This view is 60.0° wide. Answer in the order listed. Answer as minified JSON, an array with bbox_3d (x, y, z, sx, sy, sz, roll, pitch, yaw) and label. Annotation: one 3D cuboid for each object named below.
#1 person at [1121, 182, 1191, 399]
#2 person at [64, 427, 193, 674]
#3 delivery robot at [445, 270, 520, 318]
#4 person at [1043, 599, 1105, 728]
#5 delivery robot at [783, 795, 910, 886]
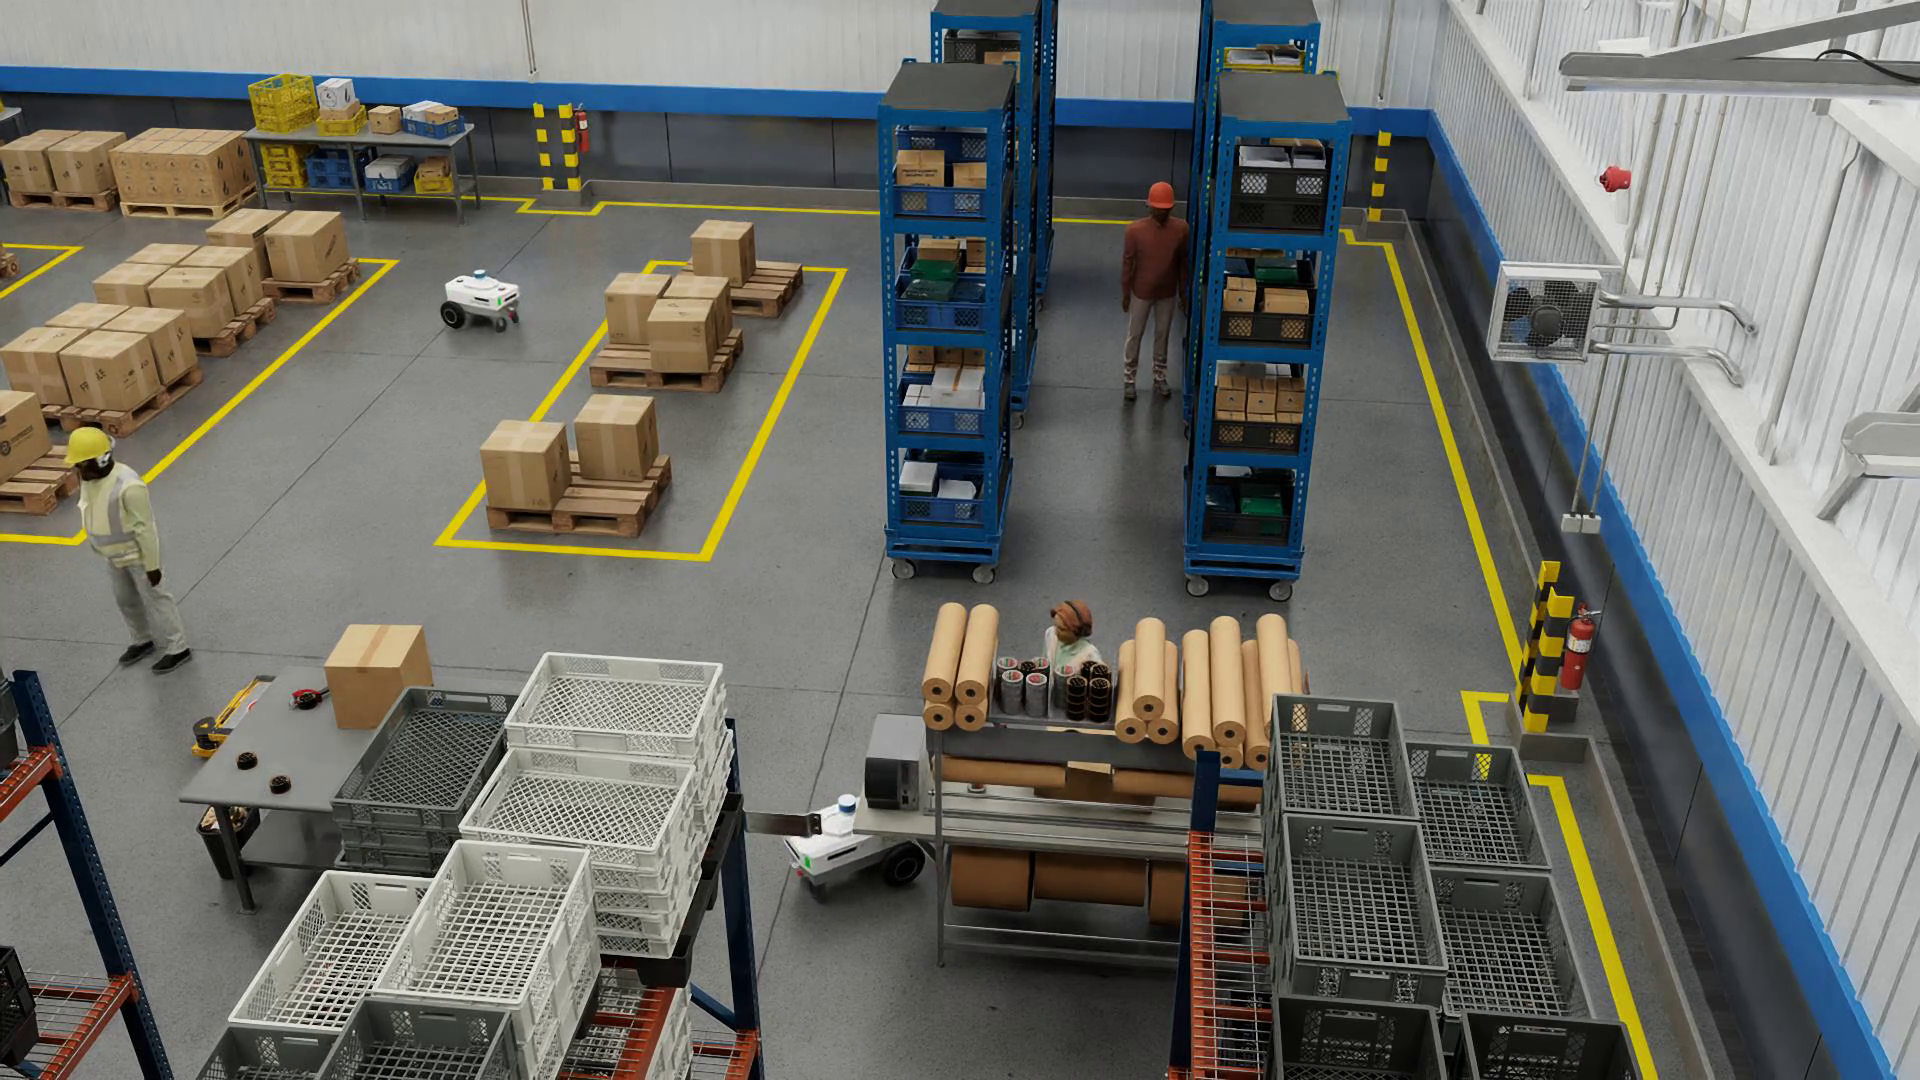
[{"bbox_3d":[1.732,-2.212,14.744,0.612,1.994,0.394,-5,31,-8],"label":"person"},{"bbox_3d":[-5.519,0.064,11.010,0.603,1.819,0.404,16,34,25],"label":"person"},{"bbox_3d":[-4.717,-2.425,16.441,0.707,0.478,0.477,13,33,21],"label":"delivery robot"},{"bbox_3d":[0.628,1.036,9.522,0.312,1.631,0.514,-17,34,-27],"label":"person"},{"bbox_3d":[-0.633,1.663,9.420,0.707,0.478,0.477,-16,34,-25],"label":"delivery robot"}]
